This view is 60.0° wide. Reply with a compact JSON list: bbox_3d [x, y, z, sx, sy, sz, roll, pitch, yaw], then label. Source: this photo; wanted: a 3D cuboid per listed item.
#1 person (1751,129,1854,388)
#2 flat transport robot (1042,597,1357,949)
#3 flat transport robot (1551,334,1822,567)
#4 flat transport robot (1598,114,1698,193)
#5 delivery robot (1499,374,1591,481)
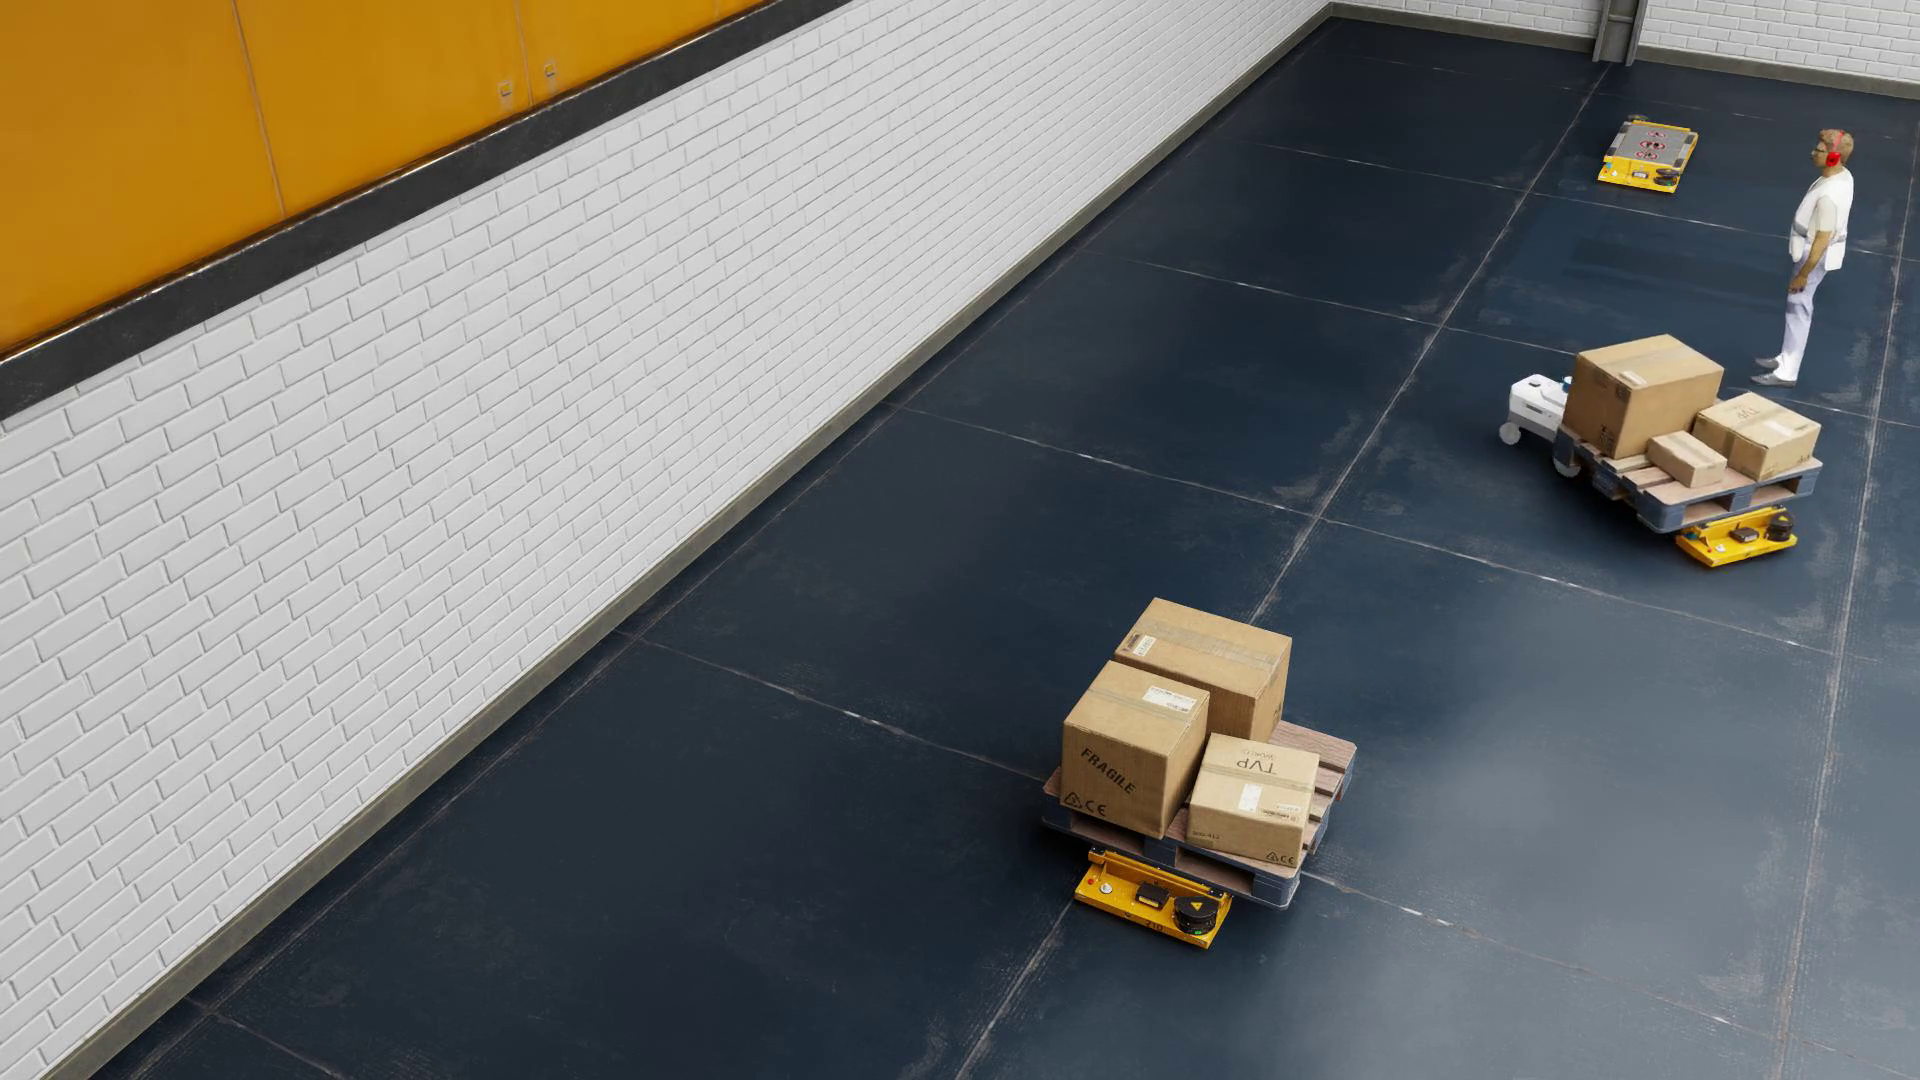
[{"bbox_3d":[5.842,-1.910,11.415,0.384,1.839,0.575,16,37,22],"label":"person"},{"bbox_3d":[1.147,1.328,8.002,0.659,0.231,1.431,17,37,23],"label":"flat transport robot"},{"bbox_3d":[4.487,-0.329,10.466,0.659,0.231,1.431,-13,36,-18],"label":"flat transport robot"},{"bbox_3d":[6.331,-3.546,15.253,0.659,0.231,1.431,17,37,23],"label":"flat transport robot"},{"bbox_3d":[3.954,-0.793,10.874,0.499,0.565,0.745,-23,40,-30],"label":"delivery robot"}]
